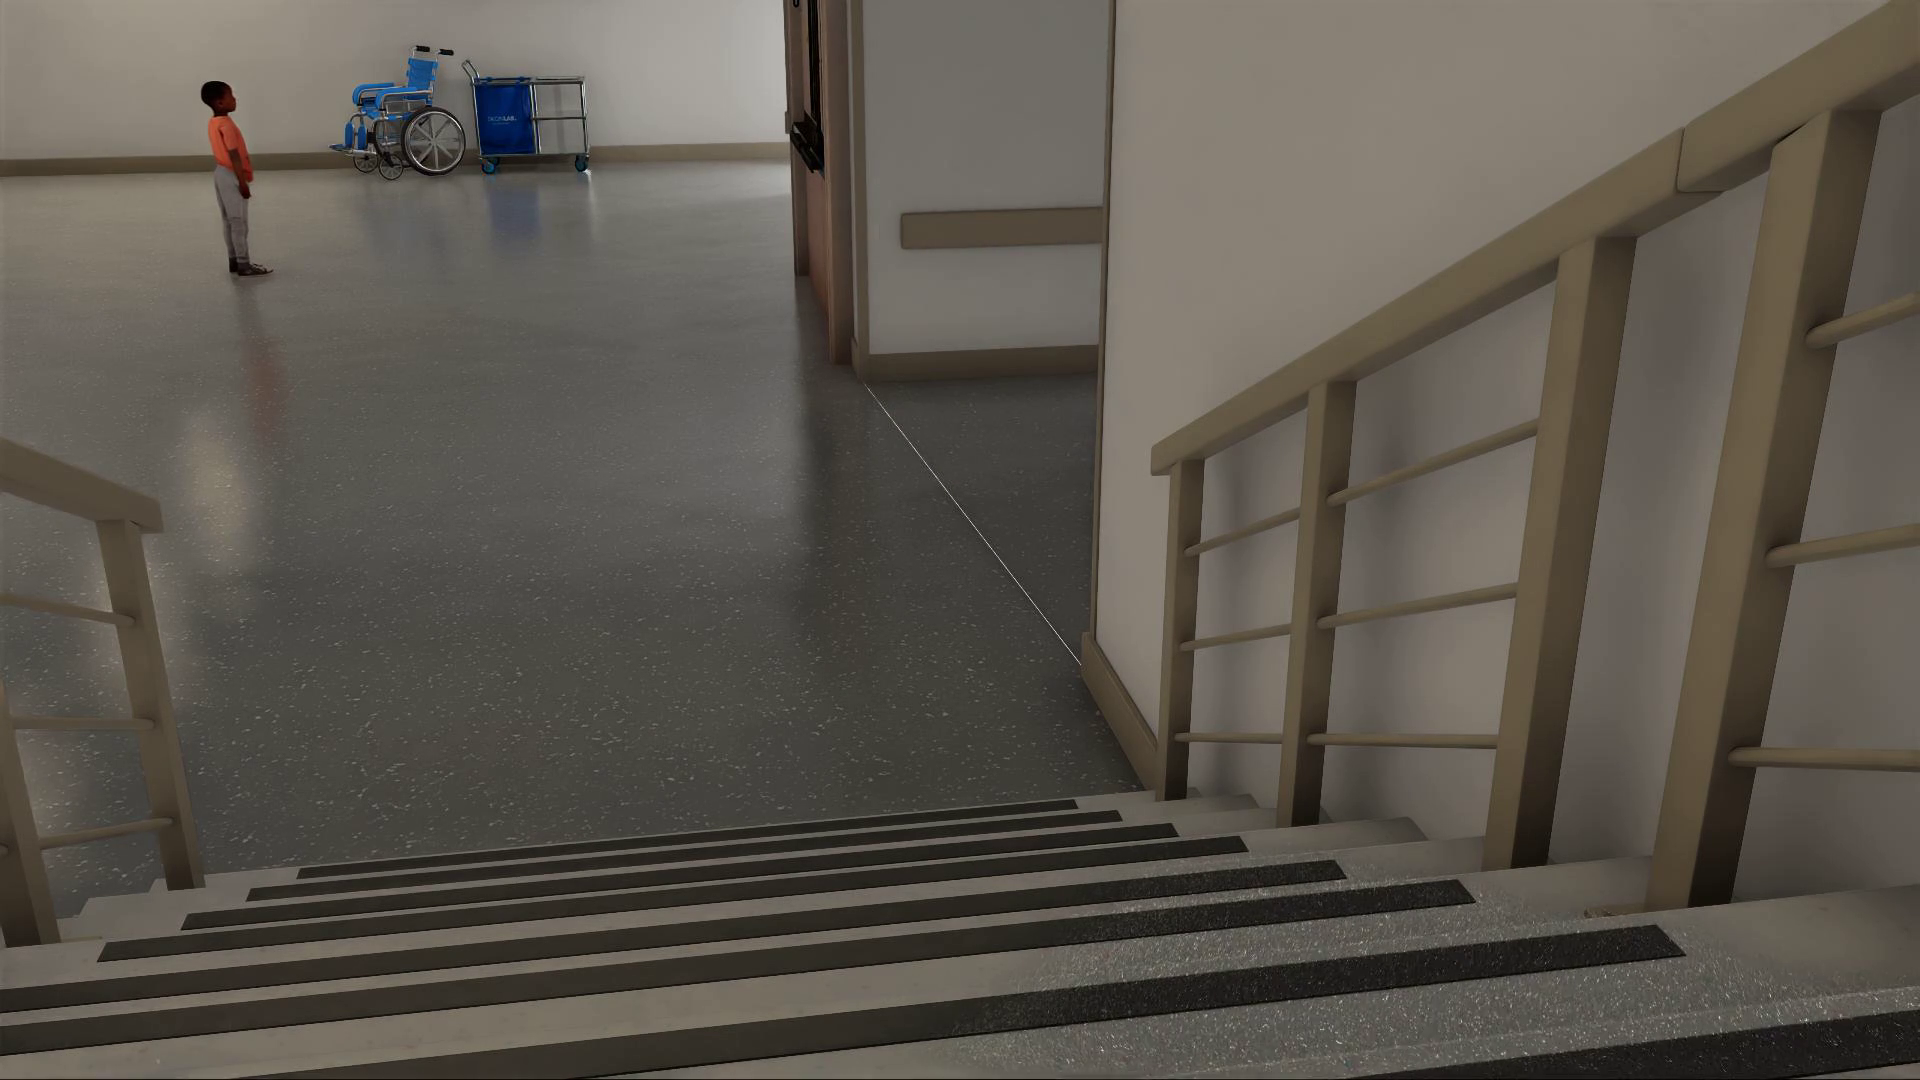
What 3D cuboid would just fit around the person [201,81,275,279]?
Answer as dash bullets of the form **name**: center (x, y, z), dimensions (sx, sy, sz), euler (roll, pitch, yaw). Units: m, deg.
- **person**: center (-4.986, -2.466, 11.369), dimensions (0.618, 1.311, 0.532), euler (-16, 26, -36)
